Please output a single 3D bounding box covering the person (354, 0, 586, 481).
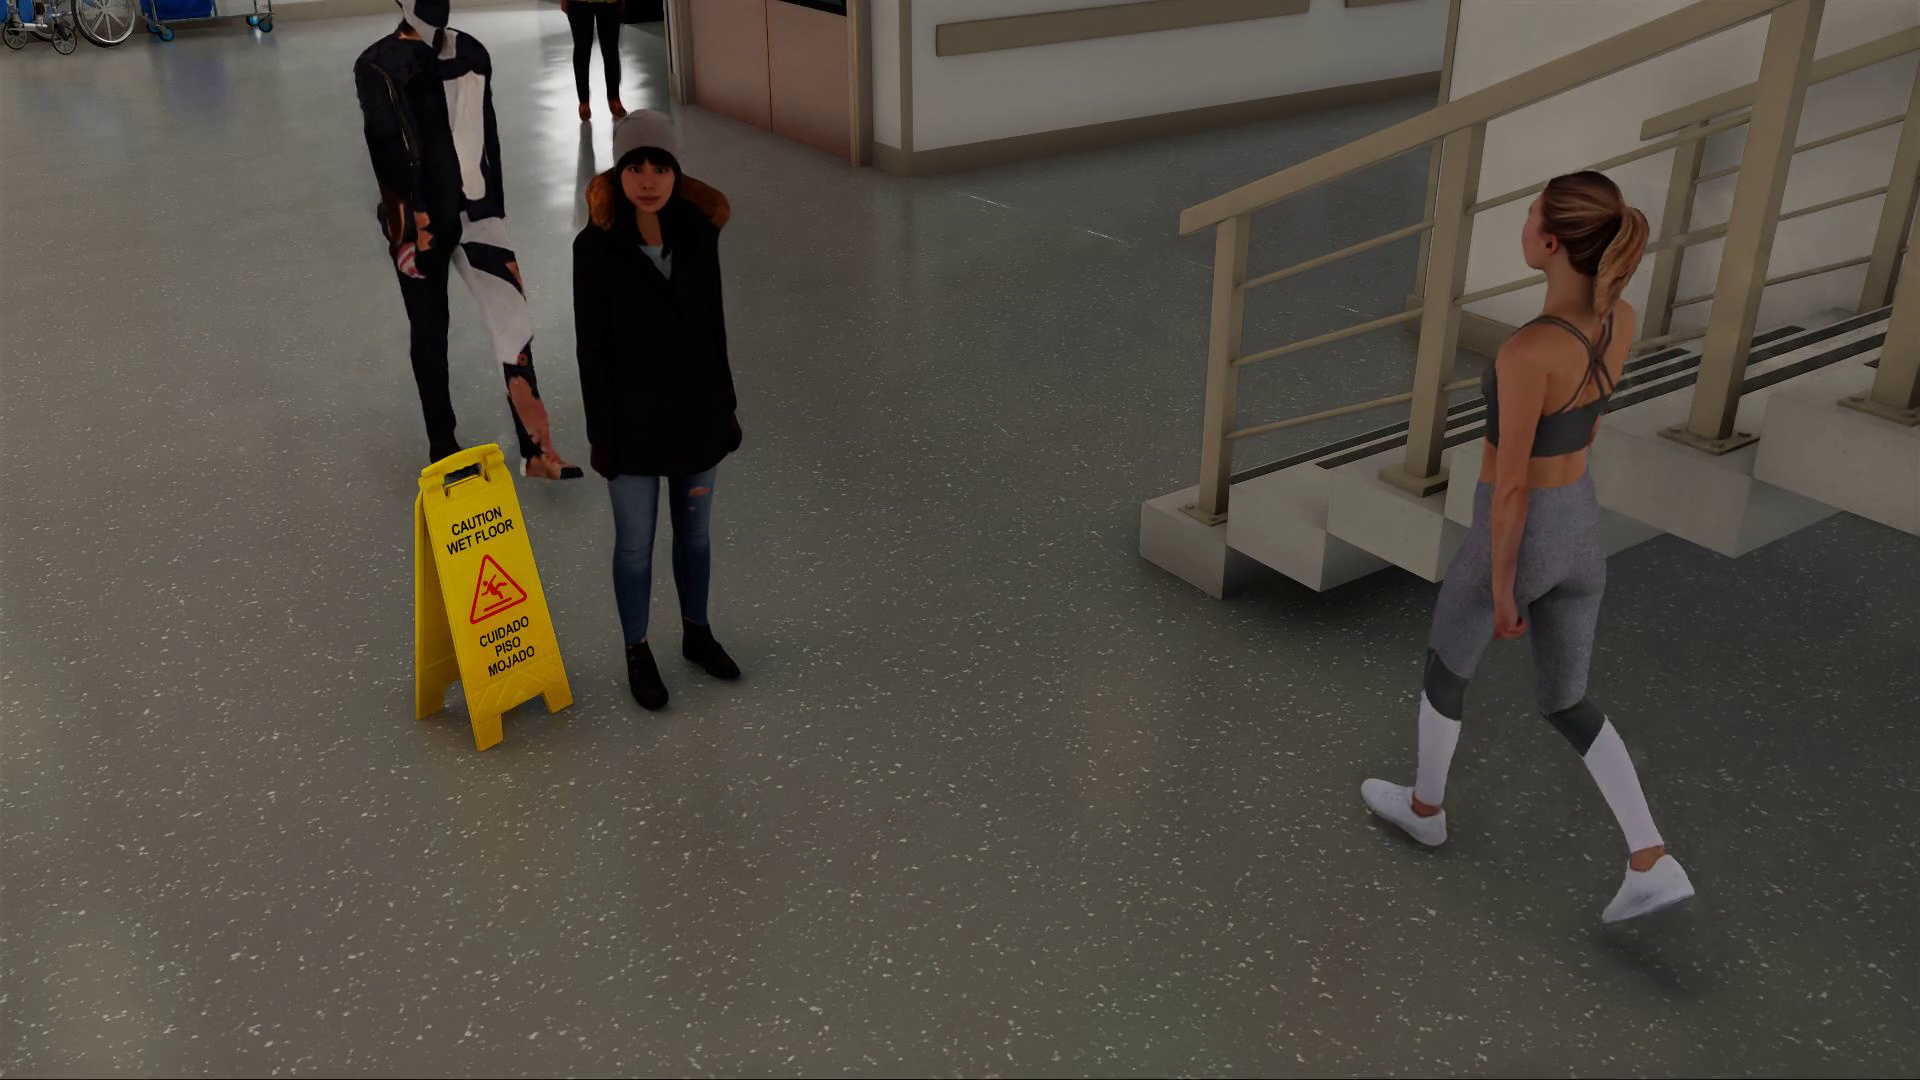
[{"bbox_3d":[-1.853,-1.102,5.813,0.764,1.870,0.970,-22,33,-38],"label":"person"}]

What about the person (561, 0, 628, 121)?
[{"bbox_3d":[-2.578,-3.809,11.674,0.744,1.655,0.778,-13,29,-25],"label":"person"}]

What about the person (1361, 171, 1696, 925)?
[{"bbox_3d":[1.314,0.074,3.595,0.601,1.678,1.098,-14,29,-27],"label":"person"}]

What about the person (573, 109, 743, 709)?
[{"bbox_3d":[-0.814,-0.346,4.515,0.614,1.635,0.579,-18,31,-33],"label":"person"}]
